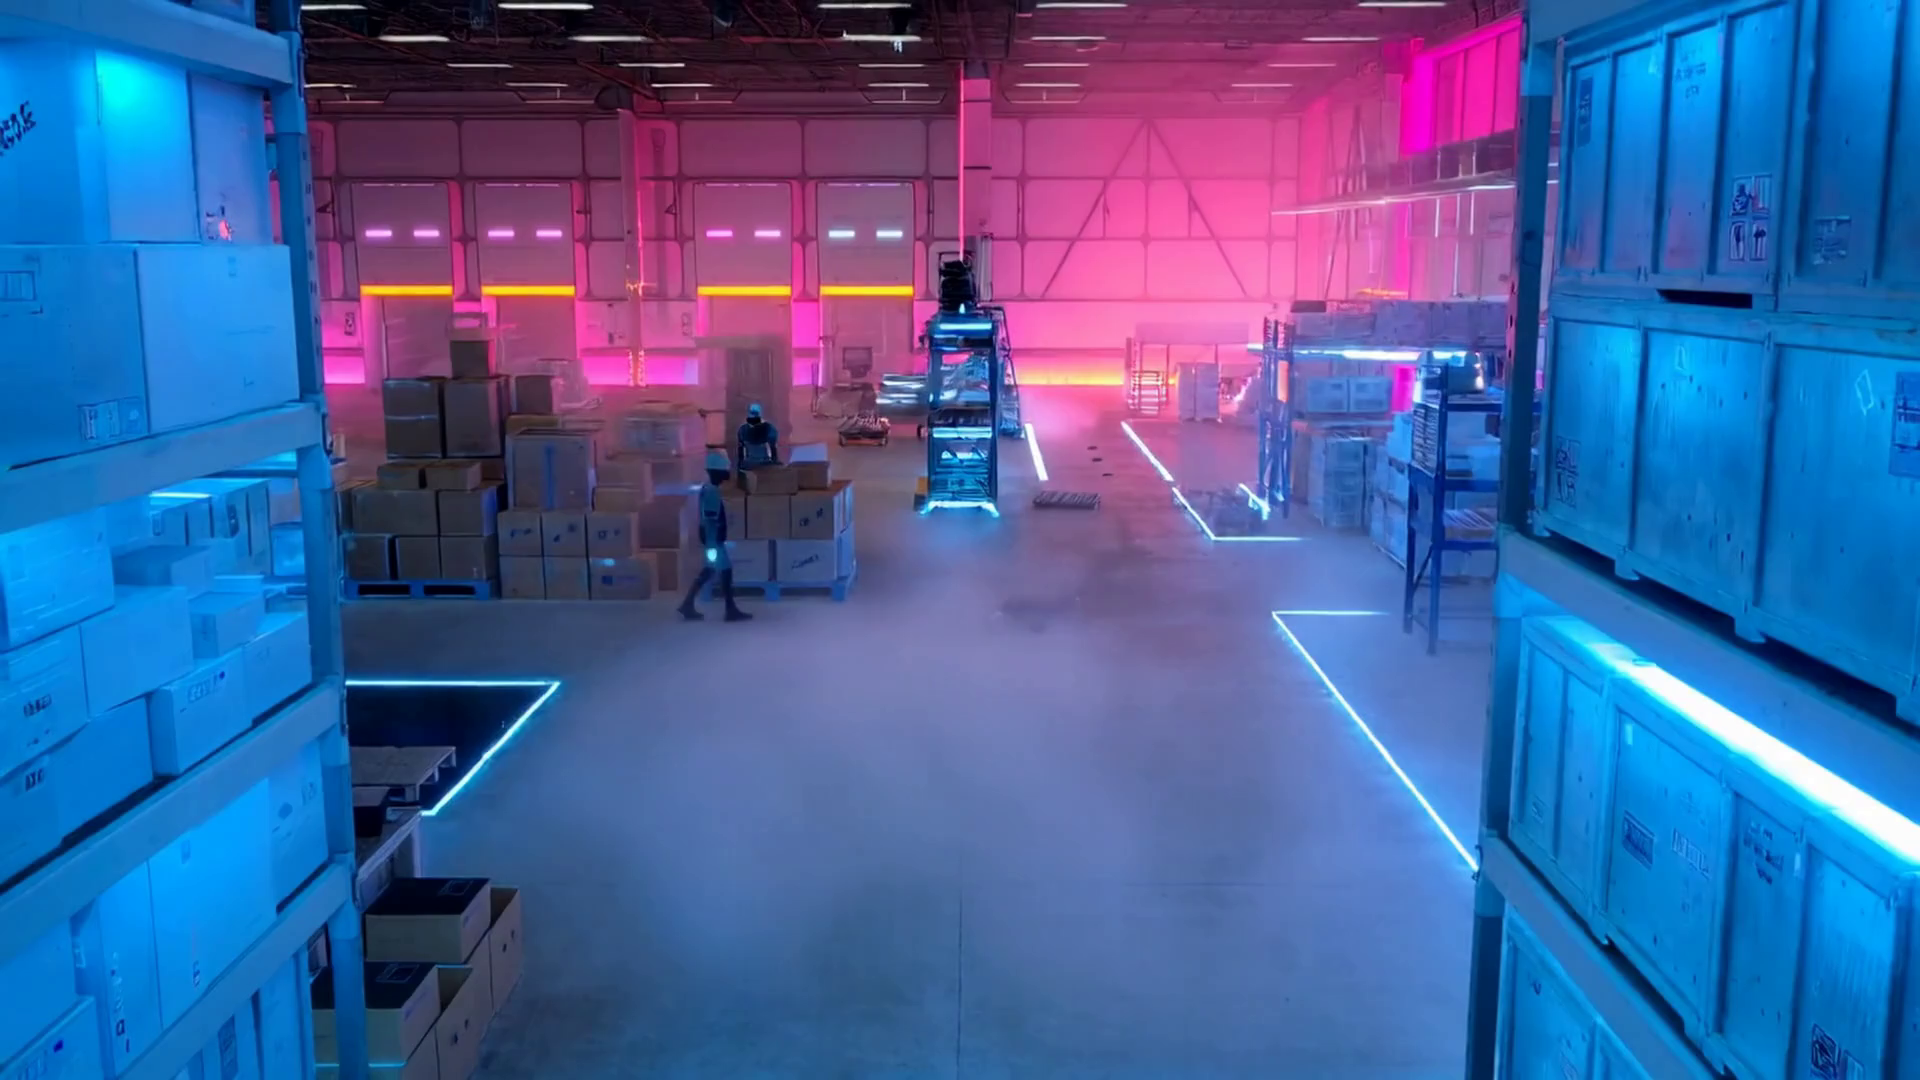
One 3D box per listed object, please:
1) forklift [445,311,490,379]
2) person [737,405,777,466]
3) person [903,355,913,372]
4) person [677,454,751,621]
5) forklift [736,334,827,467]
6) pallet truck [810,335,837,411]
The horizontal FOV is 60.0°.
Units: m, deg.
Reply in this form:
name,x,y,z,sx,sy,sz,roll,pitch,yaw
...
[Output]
name,x,y,z,sx,sy,sz,roll,pitch,yaw
forklift,-10.825,-3.651,36.765,1.129,2.768,1.873,2,10,13
person,-2.971,-1.025,24.384,0.629,1.929,0.362,3,10,15
person,-1.185,-3.658,40.301,0.793,1.665,0.532,-1,10,-8
person,-2.804,-0.009,18.639,0.845,1.912,0.564,-2,10,-13
forklift,-3.126,-1.901,26.671,1.129,2.768,1.873,9,13,41
pallet truck,-3.021,-4.312,43.126,1.885,1.965,0.823,3,10,17
